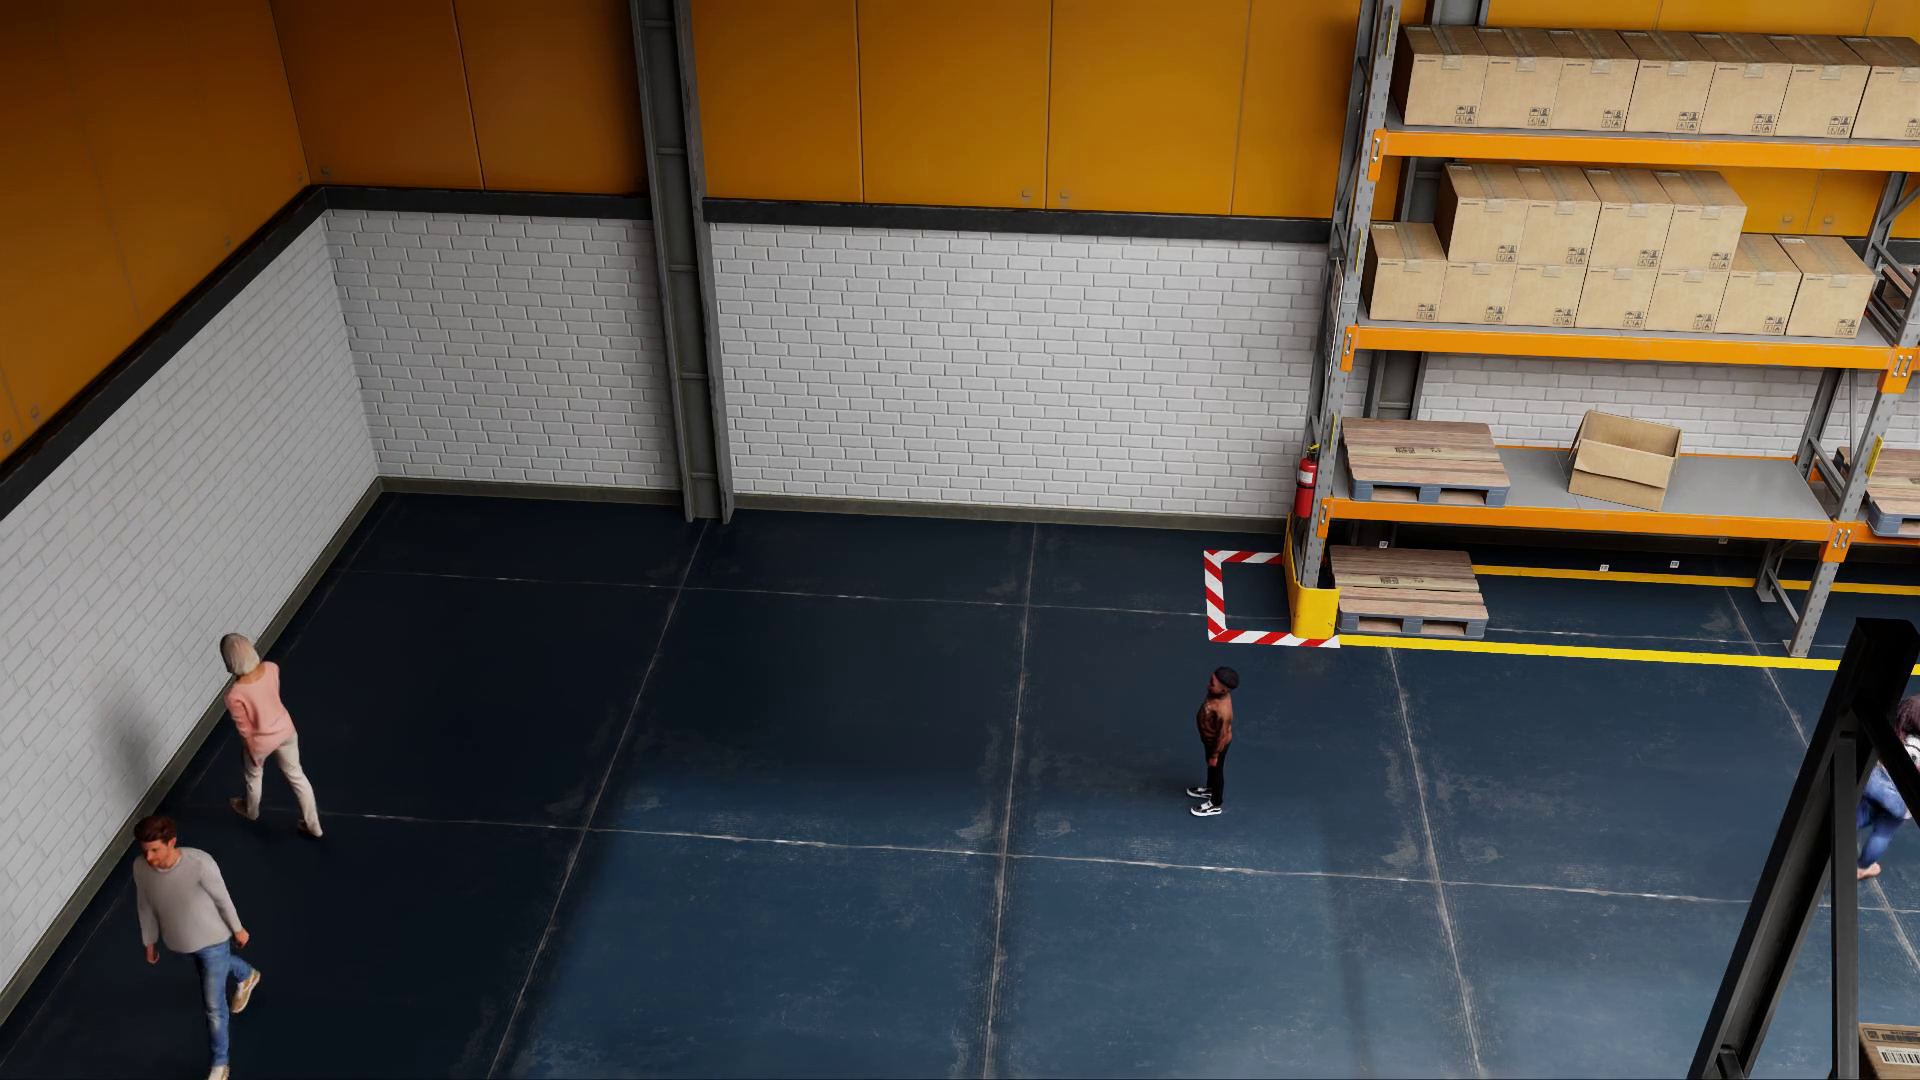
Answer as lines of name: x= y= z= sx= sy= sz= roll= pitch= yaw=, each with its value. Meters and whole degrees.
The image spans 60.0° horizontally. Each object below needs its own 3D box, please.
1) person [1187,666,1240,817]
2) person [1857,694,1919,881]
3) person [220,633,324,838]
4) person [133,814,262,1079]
person: x=1.812 y=1.404 z=11.750 sx=0.497 sy=1.255 sz=0.538 roll=0 pitch=34 yaw=0
person: x=6.086 y=1.681 z=11.020 sx=0.957 sy=1.600 sz=0.818 roll=-12 pitch=35 yaw=-18
person: x=-4.690 y=1.364 z=11.412 sx=1.084 sy=1.693 sz=0.886 roll=18 pitch=38 yaw=25
person: x=-4.493 y=2.287 z=9.877 sx=1.144 sy=1.856 sz=0.758 roll=2 pitch=34 yaw=3
